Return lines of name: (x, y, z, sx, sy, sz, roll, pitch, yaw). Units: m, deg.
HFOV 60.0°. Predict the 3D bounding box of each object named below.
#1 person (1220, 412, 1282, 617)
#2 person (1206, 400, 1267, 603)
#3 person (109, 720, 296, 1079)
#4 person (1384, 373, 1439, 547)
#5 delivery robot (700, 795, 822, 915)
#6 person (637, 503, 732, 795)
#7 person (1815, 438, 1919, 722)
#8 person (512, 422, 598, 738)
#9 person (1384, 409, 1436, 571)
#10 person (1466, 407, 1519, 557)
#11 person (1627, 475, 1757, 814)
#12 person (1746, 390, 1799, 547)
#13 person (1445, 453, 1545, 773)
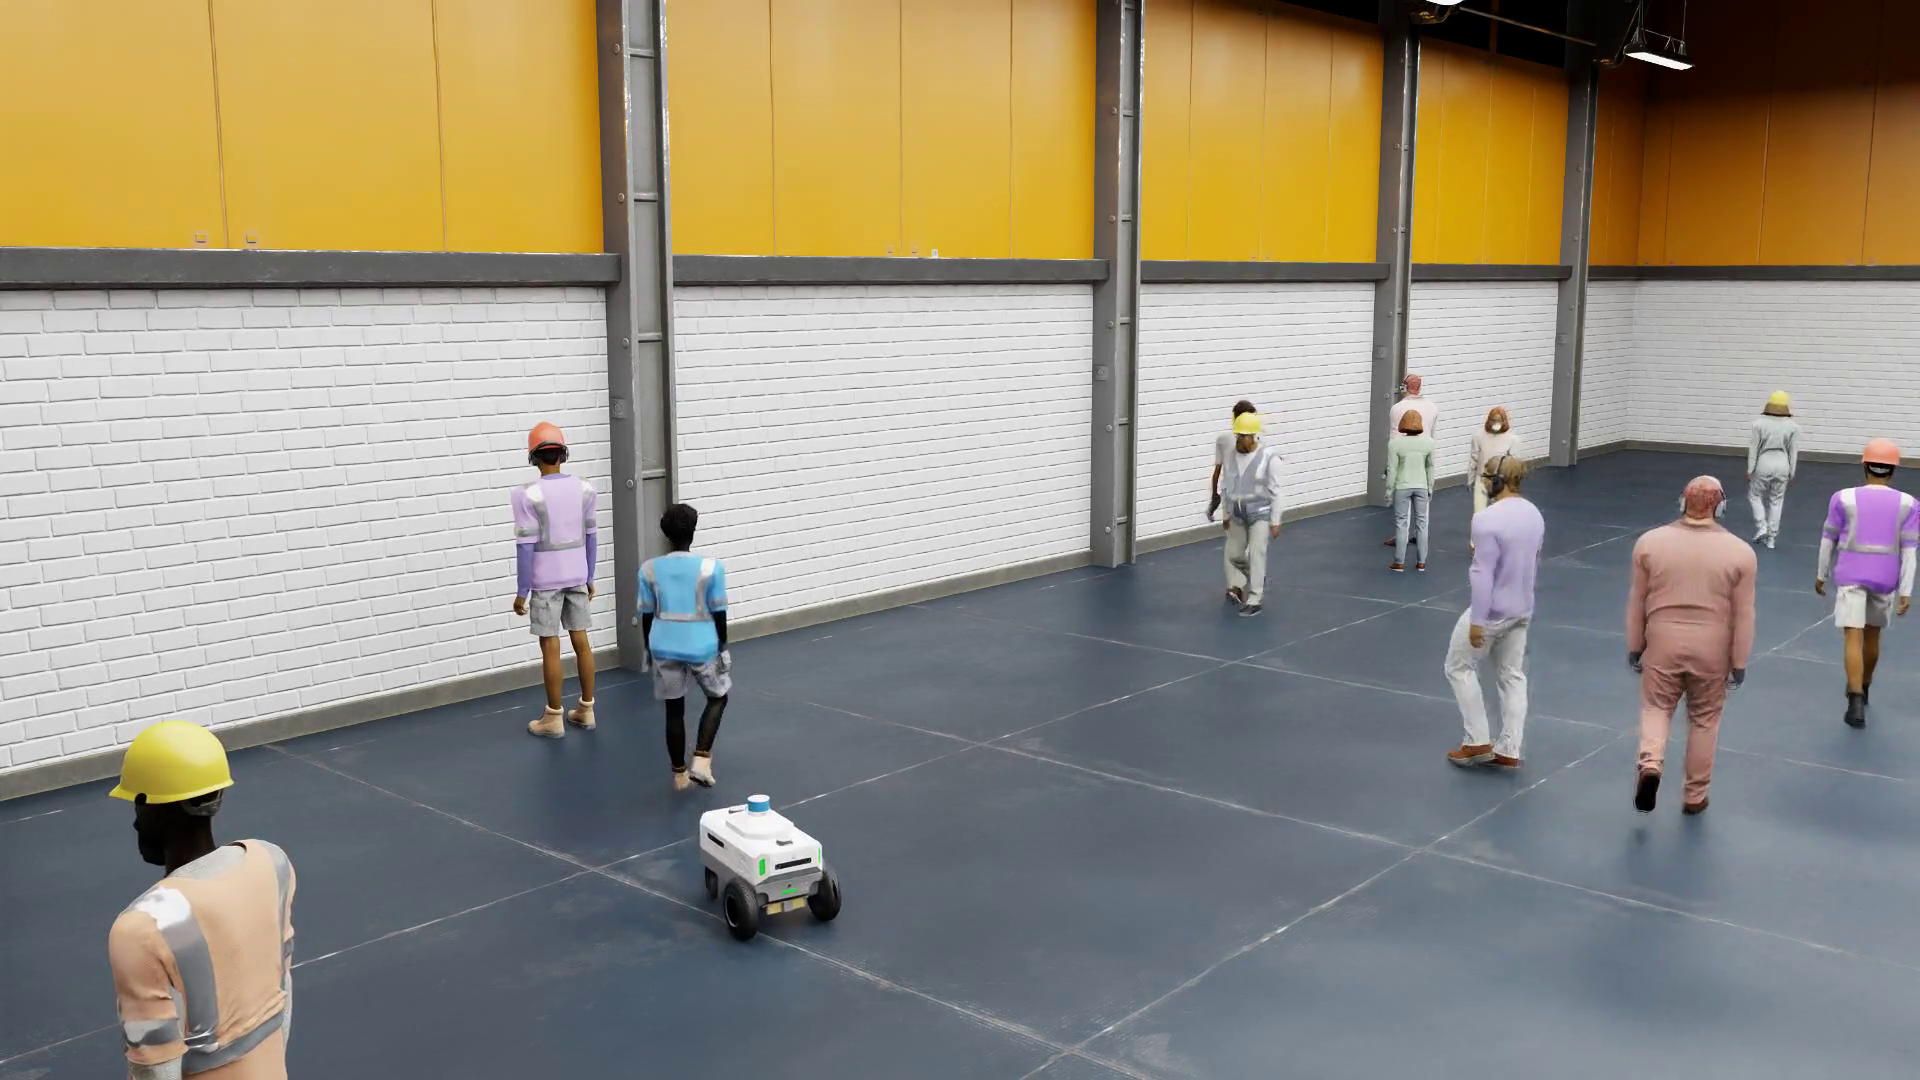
person: (2.579, -0.236, 14.602, 0.605, 1.806, 0.649, 8, 12, 41)
person: (2.536, -0.346, 15.232, 0.579, 1.888, 0.505, 5, 10, 30)
person: (-1.836, 1.380, 4.044, 0.367, 1.926, 0.594, 2, 9, 10)
person: (4.924, -0.875, 18.274, 0.650, 1.906, 0.401, -5, 10, -28)
delivery robot: (-0.933, 1.430, 7.733, 0.477, 0.478, 0.707, -6, 11, -32)
person: (-1.569, 0.625, 9.492, 0.552, 1.687, 0.354, 1, 9, 9)
person: (6.123, 0.265, 11.215, 0.552, 1.891, 0.988, 3, 9, 16)
person: (-2.625, 0.257, 10.755, 0.394, 2.038, 0.605, 8, 12, 43)
person: (4.529, -0.496, 16.745, 0.498, 1.634, 0.278, -1, 9, -4)
person: (5.557, -0.584, 17.394, 0.516, 1.587, 0.842, 3, 10, 20)
person: (3.963, 0.599, 9.061, 0.654, 1.894, 0.619, 5, 10, 30)
person: (8.888, -0.779, 18.232, 0.504, 1.724, 0.371, 2, 9, 13)
person: (3.190, 0.434, 9.999, 0.664, 1.921, 0.563, -7, 11, -37)
